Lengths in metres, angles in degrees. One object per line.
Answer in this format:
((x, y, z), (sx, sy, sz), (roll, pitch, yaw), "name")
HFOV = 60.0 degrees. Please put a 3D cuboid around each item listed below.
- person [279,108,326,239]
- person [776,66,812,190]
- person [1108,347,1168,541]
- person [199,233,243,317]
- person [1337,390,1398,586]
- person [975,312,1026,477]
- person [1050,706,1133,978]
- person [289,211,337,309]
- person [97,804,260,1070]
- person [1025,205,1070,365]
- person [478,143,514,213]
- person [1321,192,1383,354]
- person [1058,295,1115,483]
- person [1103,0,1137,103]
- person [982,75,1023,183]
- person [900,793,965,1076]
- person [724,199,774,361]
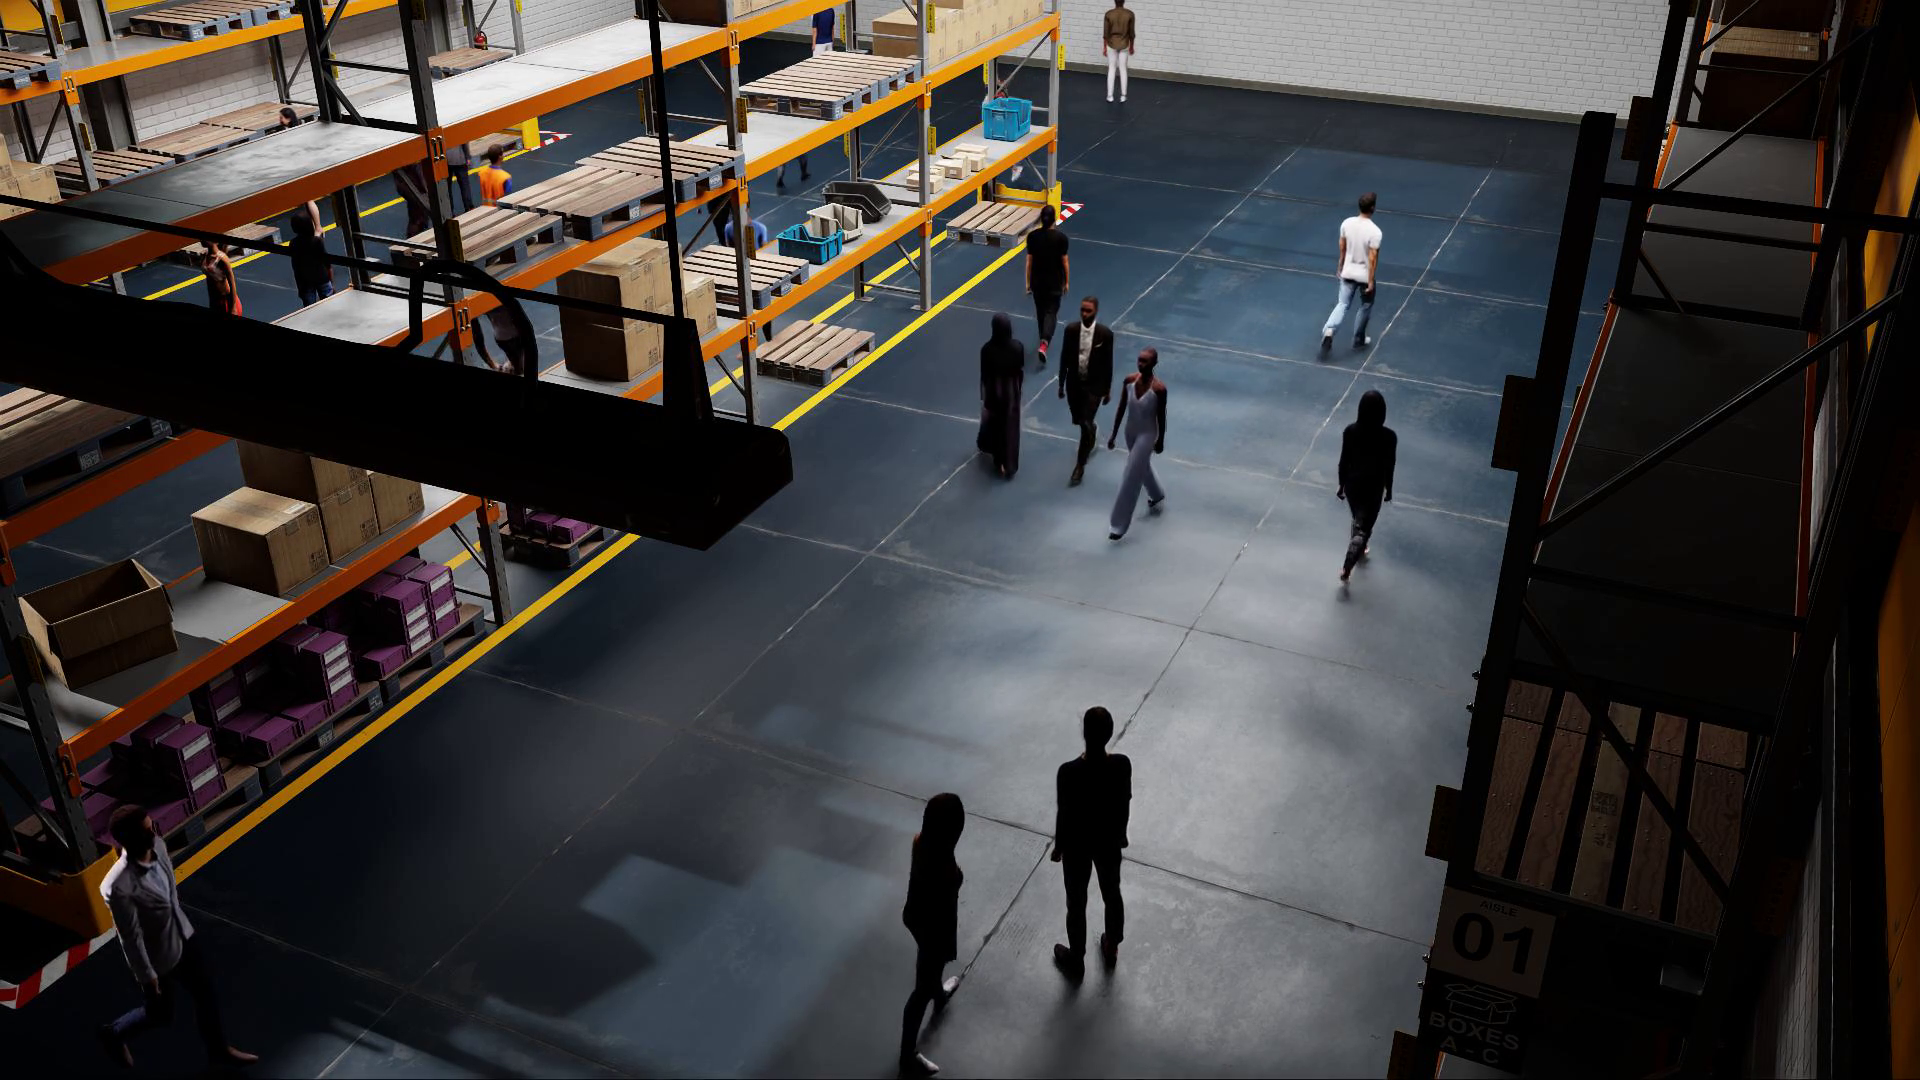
((-8.791, -4.877, 22.166), (0.820, 1.769, 0.782), (-15, 32, -25), "person")
((-2.497, -5.951, 24.171), (0.698, 1.734, 1.175), (8, 30, 14), "person")
((1.672, -0.919, 14.948), (0.817, 1.733, 1.234), (22, 35, 34), "person")
((-7.866, -2.513, 17.809), (0.615, 1.791, 0.596), (18, 33, 29), "person")
((3.411, -0.419, 14.064), (0.670, 1.701, 1.078), (16, 32, 27), "person")
((0.419, -1.386, 15.933), (0.952, 1.610, 1.136), (-3, 29, -5), "person")
((0.787, 1.789, 9.853), (0.699, 1.858, 0.750), (-9, 30, -16), "person")
((-7.168, -2.831, 18.485), (0.657, 1.701, 0.721), (-11, 30, -19), "person")
((-4.454, 2.225, 9.084), (0.925, 1.829, 1.082), (4, 29, 8), "person")
((0.947, -2.817, 18.427), (0.756, 1.733, 1.139), (8, 30, 14), "person")
((-5.654, -3.883, 20.271), (0.691, 1.839, 1.122), (12, 31, 21), "person")
((4.389, -2.950, 18.560), (1.114, 1.838, 0.888), (-25, 37, -38), "person")
((1.229, -1.496, 15.964), (0.700, 1.773, 1.120), (11, 30, 19), "person")
((2.744, -8.532, 28.808), (0.798, 1.825, 0.728), (1, 29, 2), "person")
((0.551, -5.932, 24.162), (0.987, 1.709, 1.002), (0, 29, -1), "person")
((-0.203, 2.187, 9.292), (1.022, 1.696, 0.971), (-10, 30, -18), "person")
((-2.343, -2.955, 18.551), (0.758, 1.857, 0.729), (5, 29, 9), "person")
